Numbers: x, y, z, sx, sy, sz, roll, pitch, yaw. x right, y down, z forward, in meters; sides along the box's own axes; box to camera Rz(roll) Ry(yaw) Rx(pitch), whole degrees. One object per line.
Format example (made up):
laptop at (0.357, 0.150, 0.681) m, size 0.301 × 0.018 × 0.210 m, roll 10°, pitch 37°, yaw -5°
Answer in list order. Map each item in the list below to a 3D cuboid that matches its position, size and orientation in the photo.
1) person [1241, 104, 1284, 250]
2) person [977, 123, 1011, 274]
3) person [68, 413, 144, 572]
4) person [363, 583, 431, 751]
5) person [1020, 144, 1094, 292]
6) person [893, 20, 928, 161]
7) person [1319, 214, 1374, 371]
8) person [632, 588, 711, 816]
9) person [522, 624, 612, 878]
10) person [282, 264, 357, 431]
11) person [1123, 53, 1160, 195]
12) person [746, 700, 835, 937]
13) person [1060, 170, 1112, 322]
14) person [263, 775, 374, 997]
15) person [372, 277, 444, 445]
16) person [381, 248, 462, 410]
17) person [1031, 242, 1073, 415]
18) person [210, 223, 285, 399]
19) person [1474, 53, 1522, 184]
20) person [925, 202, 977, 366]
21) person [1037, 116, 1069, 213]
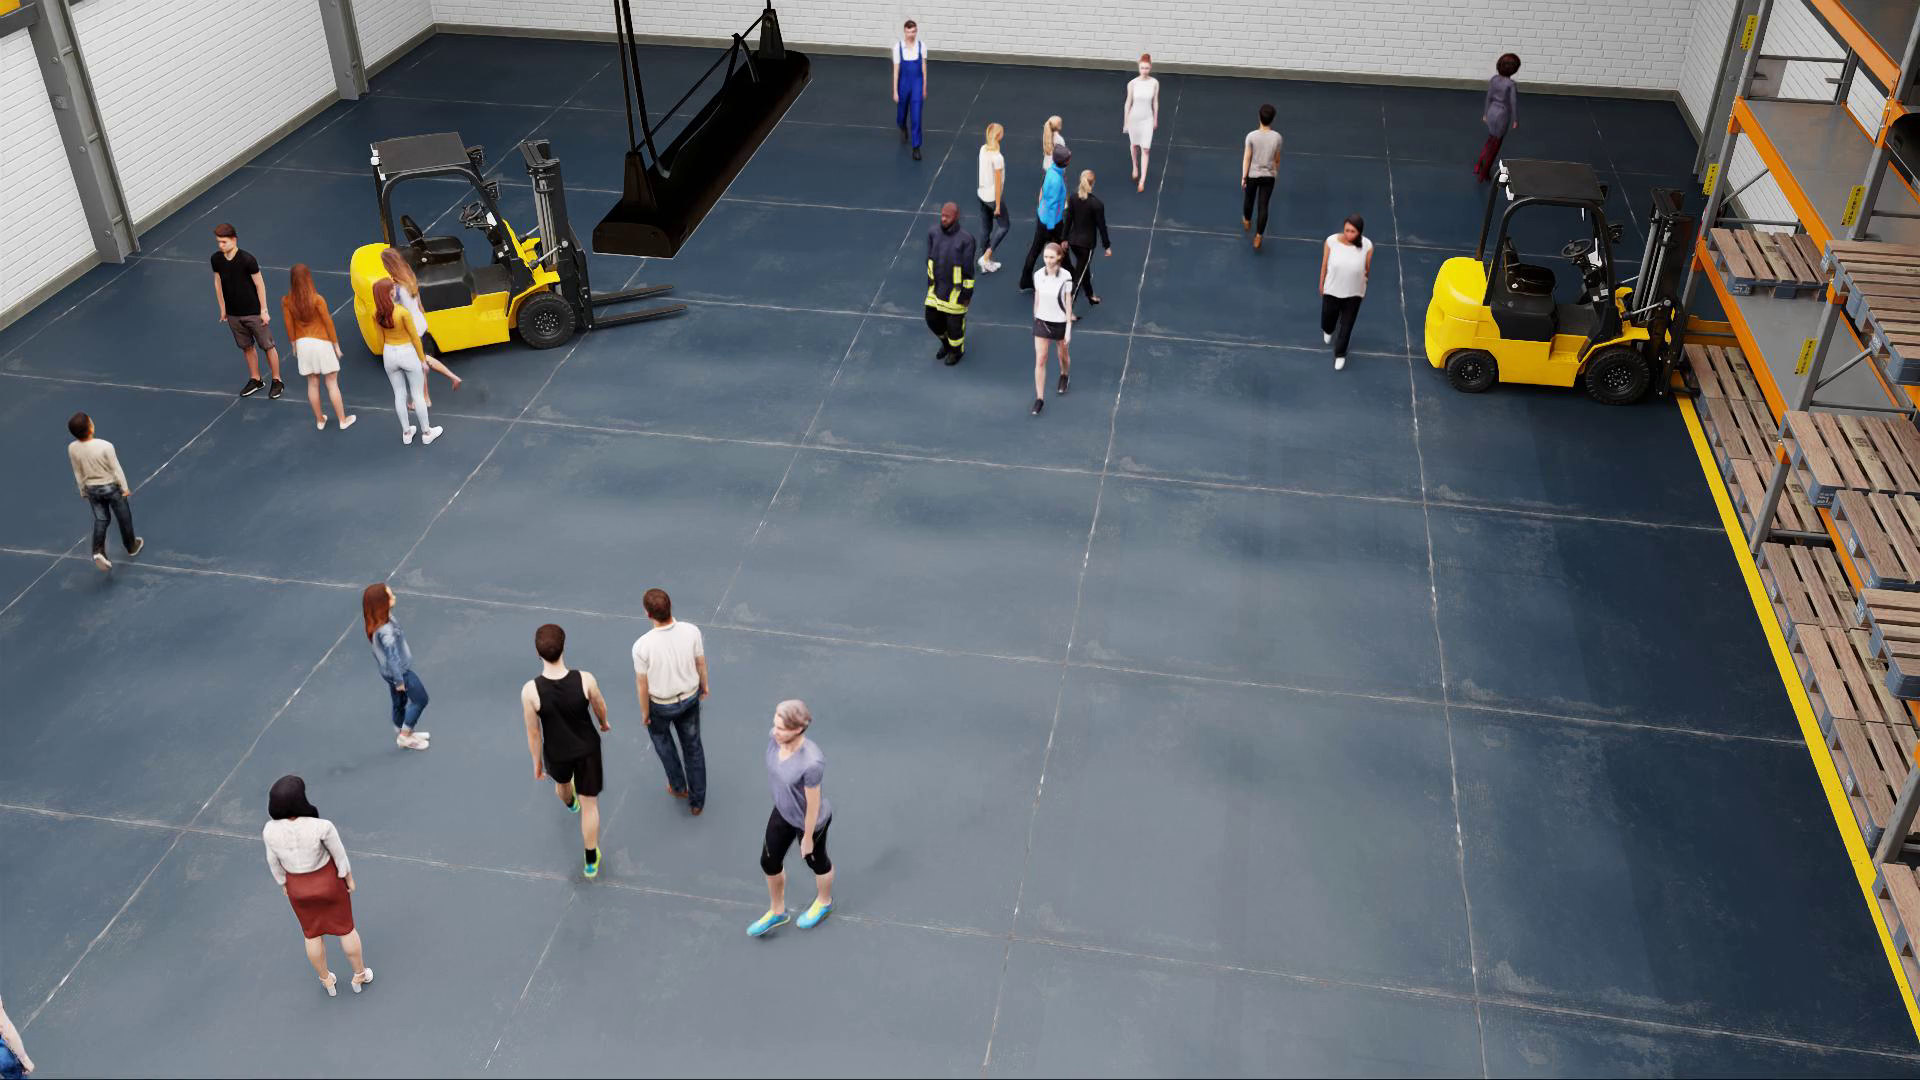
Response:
person at (3.616, -4.325, 19.977) m, size 0.613 × 1.670 × 1.140 m, roll 5°, pitch 34°, yaw 7°
person at (0.283, -3.924, 19.261) m, size 0.839 × 1.795 × 0.778 m, roll -20°, pitch 38°, yaw -27°
person at (-7.373, -0.399, 14.270) m, size 0.677 × 1.449 × 0.915 m, roll -2°, pitch 34°, yaw -3°
person at (-4.219, 0.960, 12.209) m, size 0.713 × 1.468 × 0.647 m, roll -19°, pitch 38°, yaw -26°
person at (0.936, -3.589, 18.805) m, size 1.001 × 1.742 × 1.138 m, roll -8°, pitch 34°, yaw -12°
person at (-0.685, -6.175, 22.621) m, size 0.907 × 1.825 × 1.283 m, roll -5°, pitch 34°, yaw -7°
person at (4.047, -2.657, 17.468) m, size 0.699 × 1.670 × 0.884 m, roll 9°, pitch 35°, yaw 13°
person at (-1.953, 1.186, 11.538) m, size 0.843 × 1.834 × 0.886 m, roll -15°, pitch 37°, yaw -22°
person at (-2.584, 1.454, 11.128) m, size 0.995 × 1.840 × 1.265 m, roll -7°, pitch 34°, yaw -11°
person at (-6.305, -1.877, 16.250) m, size 0.664 × 1.719 × 0.617 m, roll 0°, pitch 34°, yaw 0°
person at (2.337, -5.418, 21.554) m, size 0.695 × 1.745 × 1.132 m, roll 2°, pitch 34°, yaw 2°
person at (-0.961, 1.736, 10.676) m, size 1.011 × 1.872 × 0.933 m, roll -28°, pitch 43°, yaw -36°
person at (1.278, -3.188, 18.272) m, size 1.066 × 1.664 × 0.971 m, roll -26°, pitch 42°, yaw -33°
person at (-3.938, 2.132, 10.190) m, size 0.653 × 1.751 × 0.614 m, roll -4°, pitch 34°, yaw -7°
person at (-5.363, -1.722, 15.989) m, size 0.584 × 1.749 × 0.577 m, roll 4°, pitch 34°, yaw 6°
person at (-5.396, -2.108, 16.601) m, size 0.754 × 1.716 × 0.730 m, roll 3°, pitch 34°, yaw 4°
person at (0.966, -2.170, 16.683) m, size 0.613 × 1.727 × 1.003 m, roll 8°, pitch 35°, yaw 12°
person at (-7.210, -2.337, 16.813) m, size 0.680 × 1.861 × 0.547 m, roll 5°, pitch 34°, yaw 8°
person at (6.948, -5.465, 21.665) m, size 0.764 × 1.699 × 0.686 m, roll -14°, pitch 36°, yaw -20°
person at (-0.064, -2.736, 17.459) m, size 0.858 × 1.810 × 0.875 m, roll 17°, pitch 37°, yaw 24°
person at (1.133, -4.702, 20.919) m, size 0.721 × 1.256 × 0.866 m, roll 25°, pitch 41°, yaw 32°
